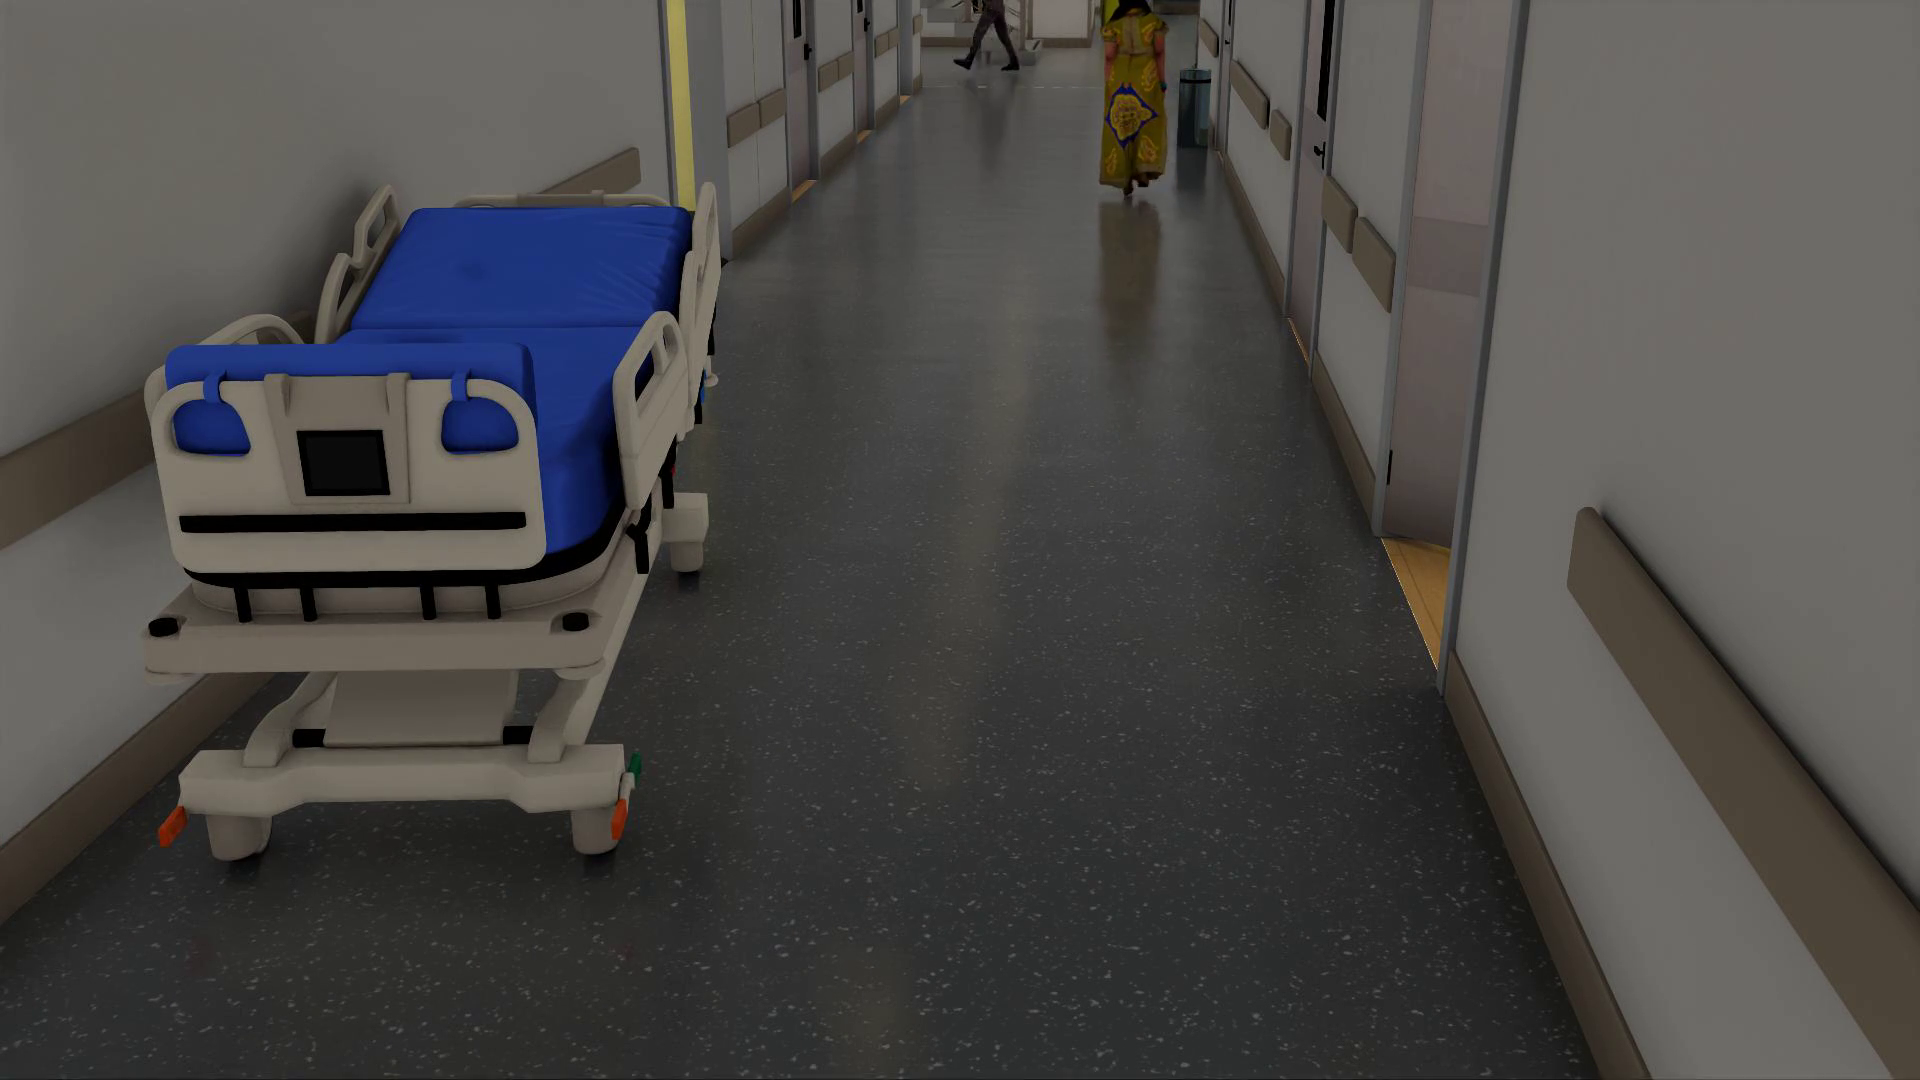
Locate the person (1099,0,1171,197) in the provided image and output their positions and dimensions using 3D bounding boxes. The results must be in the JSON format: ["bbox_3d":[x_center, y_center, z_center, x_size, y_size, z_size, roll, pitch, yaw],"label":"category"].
[{"bbox_3d":[1.369,-3.528,13.055,0.737,1.643,0.769,2,21,6],"label":"person"}]

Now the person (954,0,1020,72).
[{"bbox_3d":[0.546,-7.291,22.964,1.146,1.660,0.631,3,21,8],"label":"person"}]
